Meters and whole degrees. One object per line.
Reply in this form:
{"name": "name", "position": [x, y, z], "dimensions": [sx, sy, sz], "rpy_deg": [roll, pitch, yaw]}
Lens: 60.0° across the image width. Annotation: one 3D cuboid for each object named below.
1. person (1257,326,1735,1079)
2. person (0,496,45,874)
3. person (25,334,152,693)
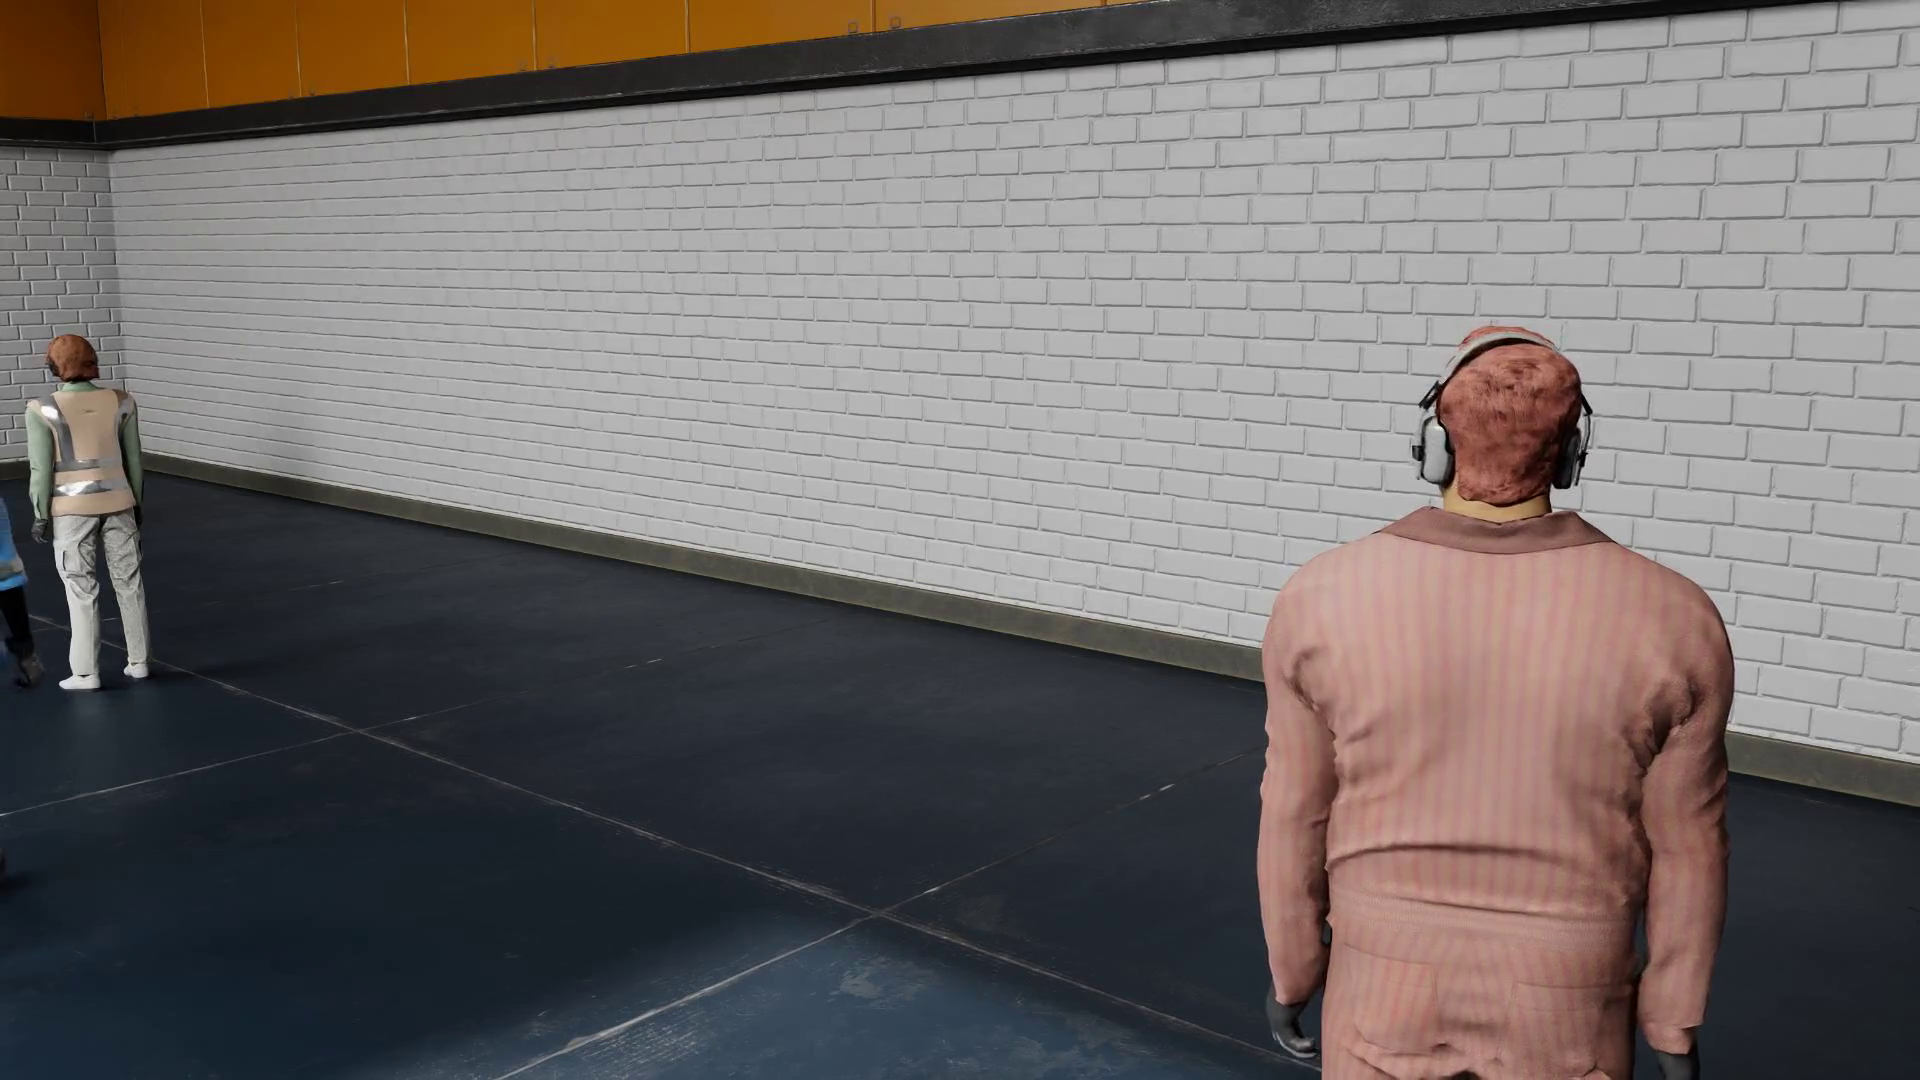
{"name": "person", "position": [0.771, 0.646, 2.474], "dimensions": [0.649, 1.913, 0.409], "rpy_deg": [3, 11, 19]}
{"name": "person", "position": [-2.958, 0.368, 4.788], "dimensions": [0.531, 1.652, 0.887], "rpy_deg": [-1, 10, -6]}
{"name": "person", "position": [-3.980, -0.121, 7.614], "dimensions": [0.310, 1.639, 0.514], "rpy_deg": [7, 12, 36]}
